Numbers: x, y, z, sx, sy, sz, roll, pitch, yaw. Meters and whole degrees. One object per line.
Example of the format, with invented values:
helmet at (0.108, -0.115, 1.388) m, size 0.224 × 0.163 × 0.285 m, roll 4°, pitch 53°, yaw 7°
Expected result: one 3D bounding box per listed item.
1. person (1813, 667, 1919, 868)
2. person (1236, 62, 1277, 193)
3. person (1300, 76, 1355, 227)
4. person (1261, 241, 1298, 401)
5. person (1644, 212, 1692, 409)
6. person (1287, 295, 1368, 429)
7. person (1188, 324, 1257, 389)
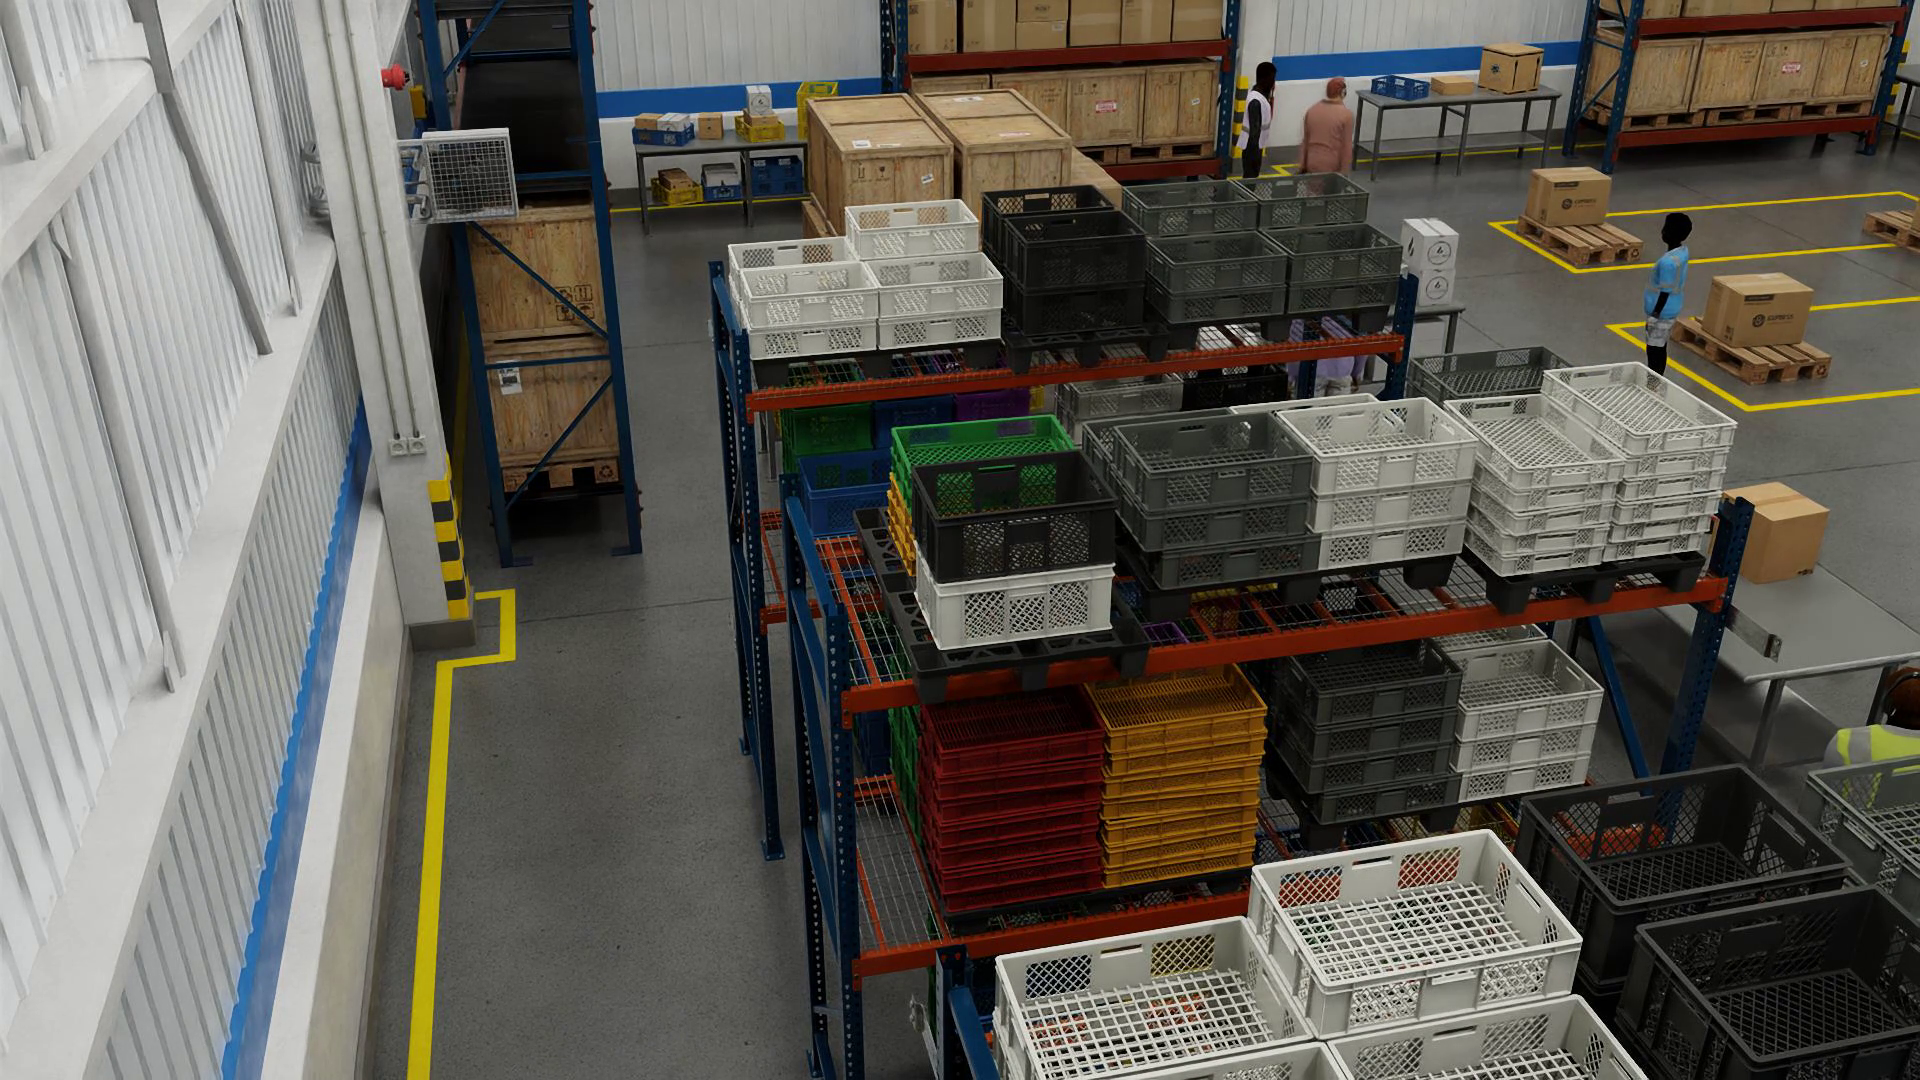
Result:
person at (4.200, 1.408, 7.687) m, size 0.630 × 1.836 × 0.430 m, roll 5°, pitch 28°, yaw 10°
person at (3.277, -4.356, 18.533) m, size 0.391 × 1.914 × 0.587 m, roll 5°, pitch 28°, yaw 10°
person at (3.939, -4.028, 17.949) m, size 0.496 × 1.878 × 0.669 m, roll -21°, pitch 34°, yaw -34°
person at (2.553, -1.458, 13.098) m, size 0.371 × 1.857 × 0.524 m, roll 10°, pitch 29°, yaw 18°
person at (5.994, -1.967, 14.229) m, size 0.315 × 1.696 × 0.541 m, roll 16°, pitch 32°, yaw 28°
person at (2.769, -1.263, 12.638) m, size 0.630 × 1.940 × 0.372 m, roll -2°, pitch 28°, yaw -4°
person at (1.909, -0.989, 12.193) m, size 0.361 × 1.877 × 0.579 m, roll -24°, pitch 36°, yaw -38°
